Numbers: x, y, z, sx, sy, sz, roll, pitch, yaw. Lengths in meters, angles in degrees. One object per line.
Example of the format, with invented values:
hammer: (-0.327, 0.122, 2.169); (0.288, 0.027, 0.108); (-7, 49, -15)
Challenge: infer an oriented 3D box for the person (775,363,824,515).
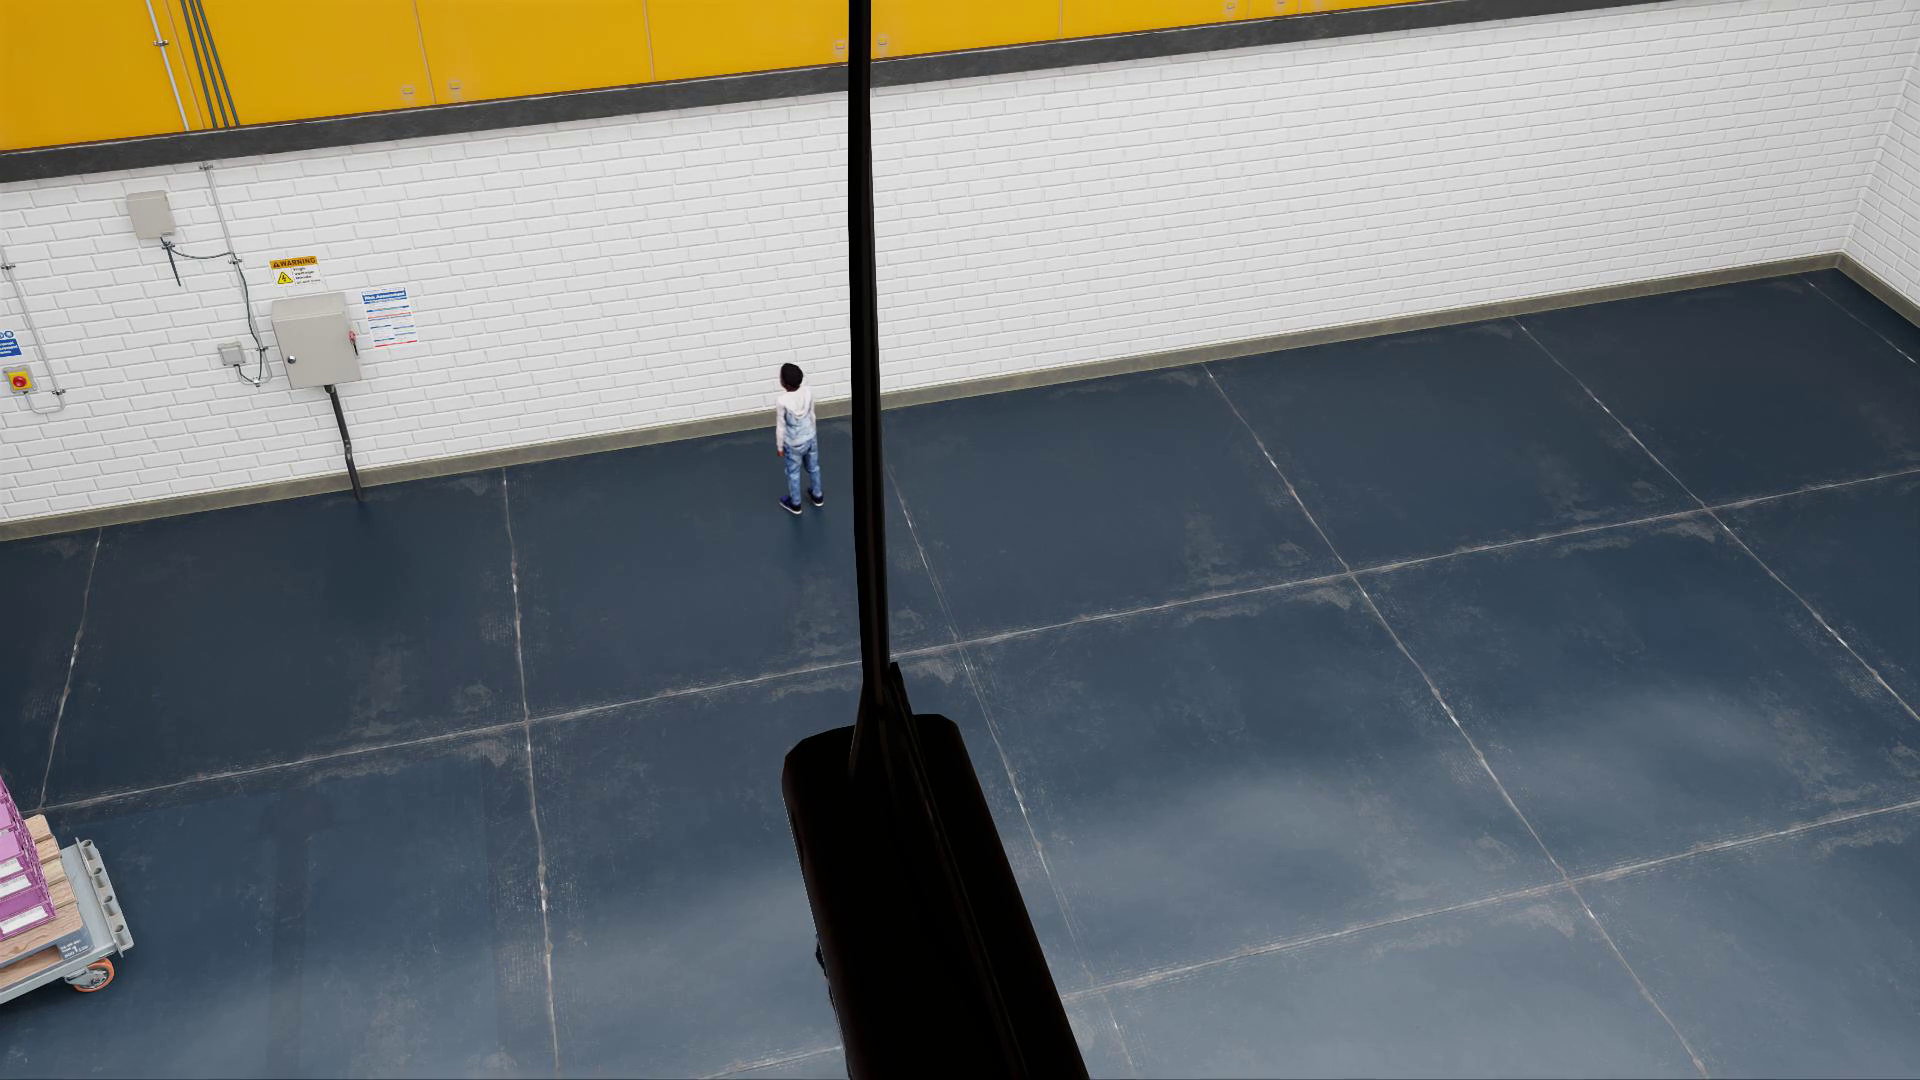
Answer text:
person: (-1.214, -0.772, 12.499); (0.538, 1.255, 0.555); (-22, 44, -25)

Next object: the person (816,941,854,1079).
person: (-0.496, 2.320, 8.293); (0.821, 1.672, 0.939); (6, 39, 7)
